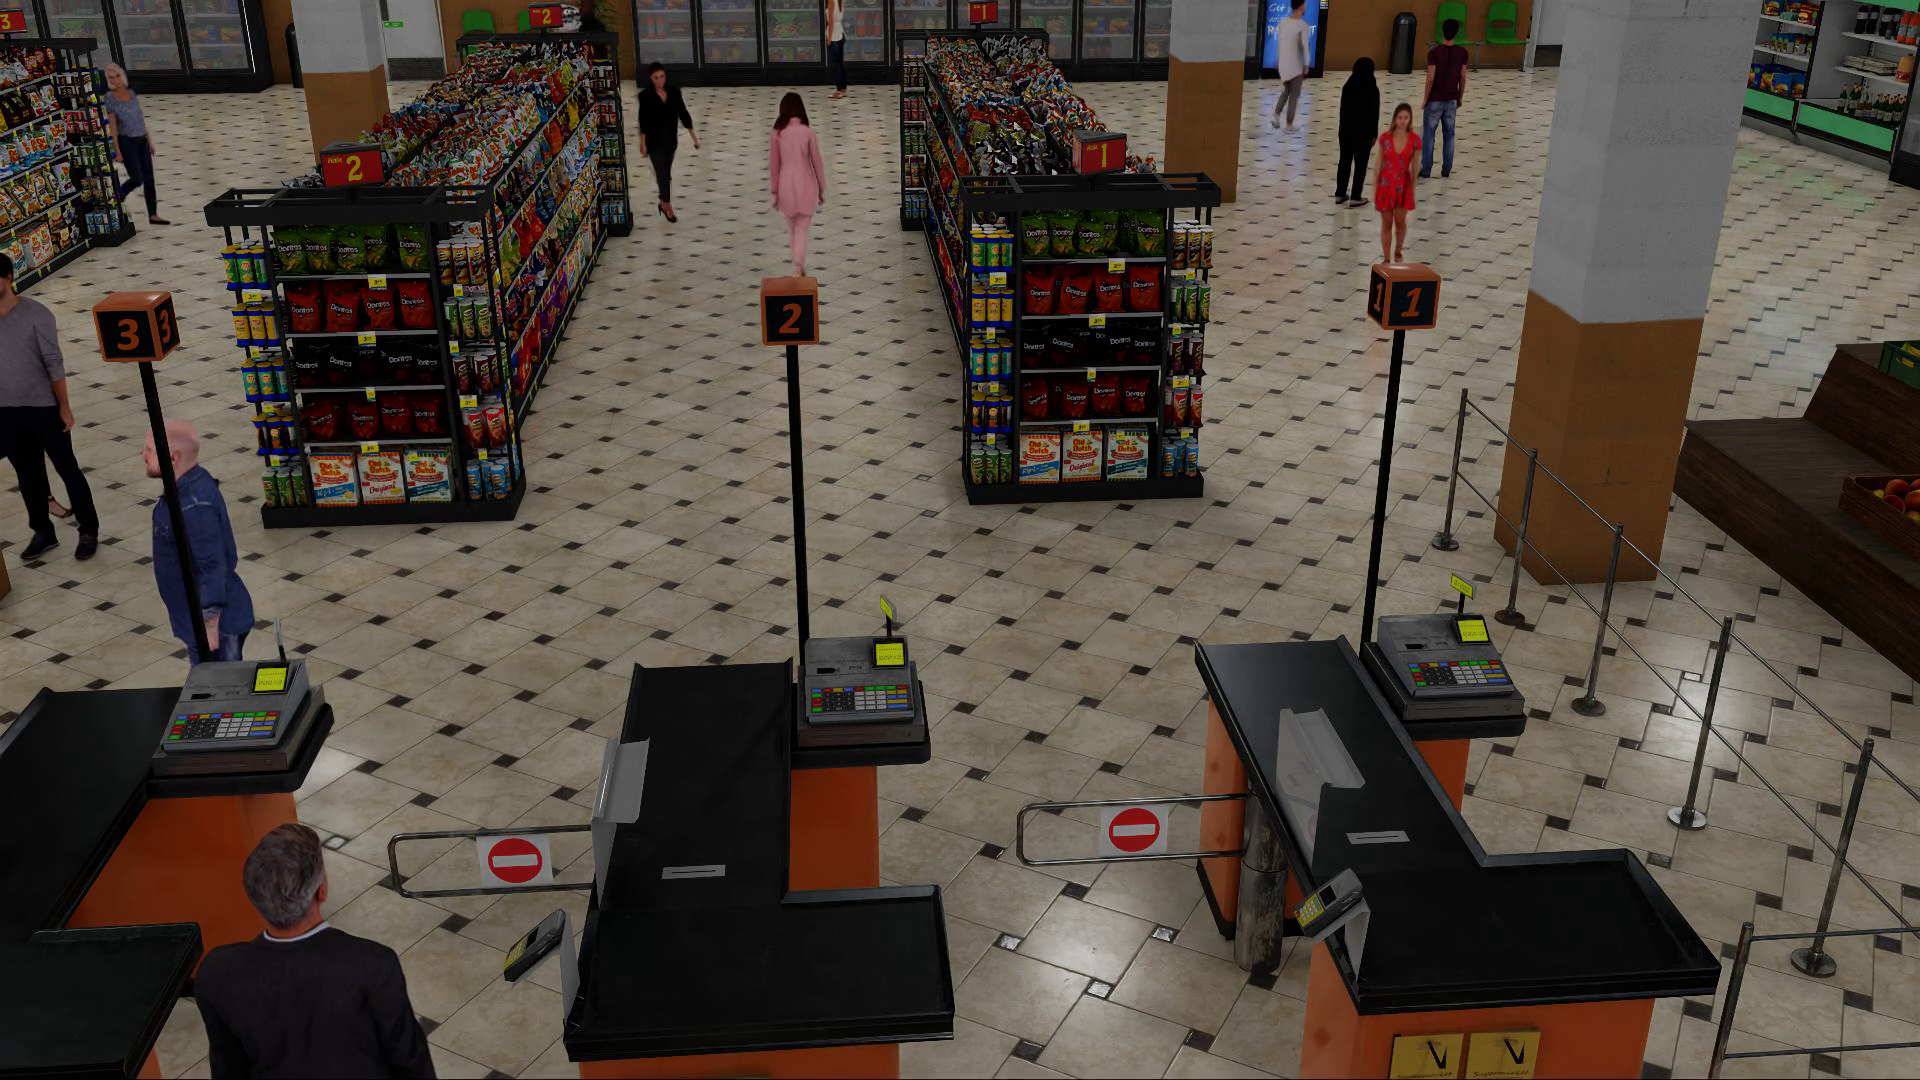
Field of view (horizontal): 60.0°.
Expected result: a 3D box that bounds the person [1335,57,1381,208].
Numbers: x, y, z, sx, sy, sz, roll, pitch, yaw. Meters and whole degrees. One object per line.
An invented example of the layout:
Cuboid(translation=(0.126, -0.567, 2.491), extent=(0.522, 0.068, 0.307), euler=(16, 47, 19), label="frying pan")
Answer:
Cuboid(translation=(4.415, -4.540, 18.510), extent=(0.754, 1.613, 0.820), euler=(20, 31, 39), label="person")

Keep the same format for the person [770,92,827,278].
Cuboid(translation=(-1.477, -3.075, 14.979), extent=(0.732, 1.759, 1.158), euler=(1, 24, 2), label="person")

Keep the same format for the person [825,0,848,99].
Cuboid(translation=(-1.885, -7.717, 25.559), extent=(0.719, 1.783, 0.580), euler=(7, 24, 15), label="person")

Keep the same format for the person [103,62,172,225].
Cuboid(translation=(-8.779, -4.149, 17.511), extent=(0.850, 1.698, 0.867), euler=(7, 25, 15), label="person")

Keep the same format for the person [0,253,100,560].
Cuboid(translation=(-5.379, -0.777, 9.626), extent=(0.660, 1.841, 0.534), euler=(-1, 24, -2), label="person")

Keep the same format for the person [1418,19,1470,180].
Cuboid(translation=(5.770, -5.273, 19.883), extent=(0.652, 1.855, 0.544), euler=(-3, 24, -6), label="person")

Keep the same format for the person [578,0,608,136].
Cuboid(translation=(-4.873, -6.385, 22.471), extent=(0.908, 1.817, 0.829), euler=(-20, 31, -39), label="person")

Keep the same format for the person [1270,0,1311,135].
Cuboid(translation=(4.456, -6.441, 22.586), extent=(0.910, 1.829, 0.841), euler=(-20, 30, -38), label="person")

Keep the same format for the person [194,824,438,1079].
Cuboid(translation=(-1.621, 1.532, 4.347), extent=(0.701, 1.842, 0.586), euler=(-1, 24, -3), label="person")

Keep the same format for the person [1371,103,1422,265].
Cuboid(translation=(4.154, -3.368, 15.869), extent=(0.685, 1.583, 0.734), euler=(9, 25, 19), label="person")

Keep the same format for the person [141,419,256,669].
Cuboid(translation=(-3.188, 0.342, 7.086), extent=(0.863, 1.828, 0.698), euler=(-11, 26, -24), label="person")

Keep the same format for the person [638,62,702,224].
Cuboid(translation=(-3.231, -4.254, 17.765), extent=(0.959, 1.687, 0.920), euler=(19, 30, 37), label="person")

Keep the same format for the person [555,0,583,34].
Cuboid(translation=(-5.640, -7.013, 23.909), extent=(1.169, 1.814, 1.194), euler=(21, 31, 39), label="person")
